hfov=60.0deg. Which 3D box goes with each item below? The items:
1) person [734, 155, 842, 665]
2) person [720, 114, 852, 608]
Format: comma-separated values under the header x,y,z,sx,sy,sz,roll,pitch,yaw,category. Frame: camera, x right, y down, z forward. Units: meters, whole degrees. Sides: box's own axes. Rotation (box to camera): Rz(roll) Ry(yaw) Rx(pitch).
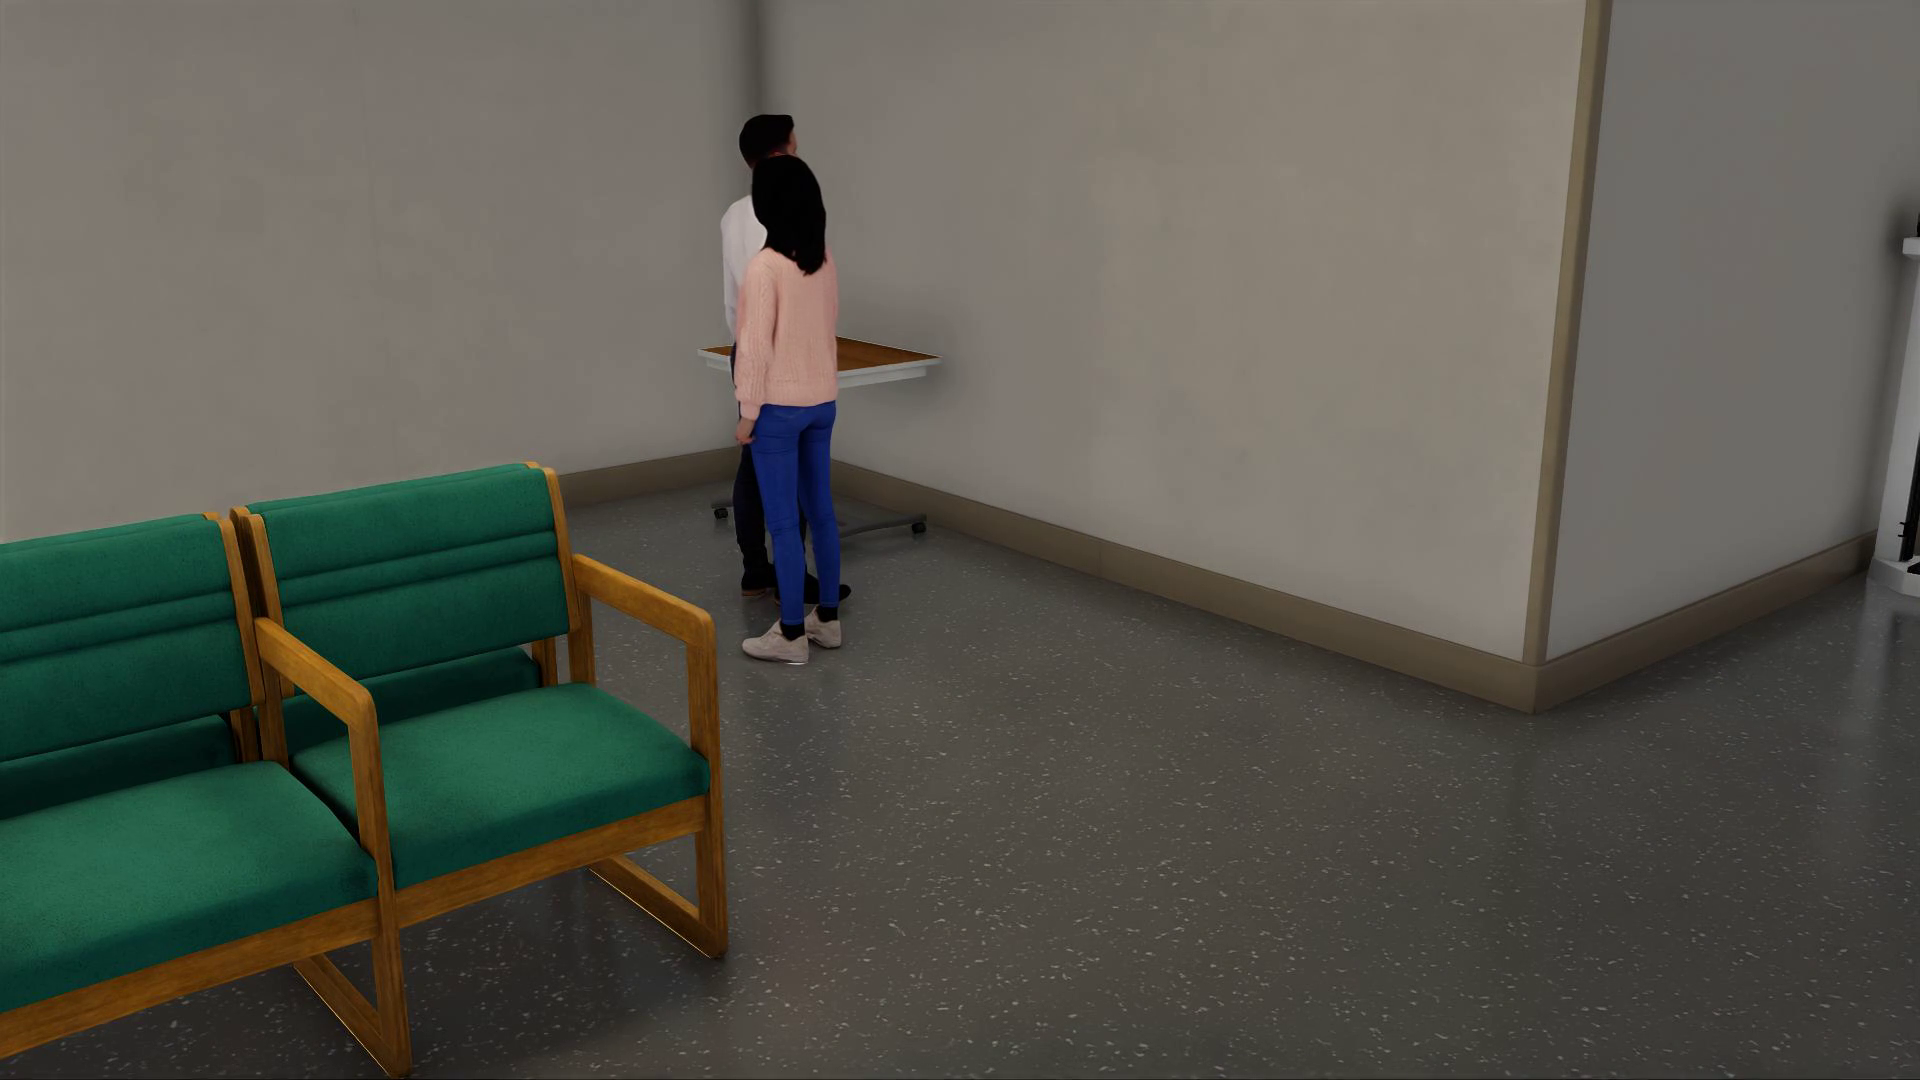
x,y,z,sx,sy,sz,roll,pitch,yaw,category
-0.582,-0.448,5.818,0.631,1.769,0.697,11,19,34,person
-0.720,-0.679,6.382,0.680,1.868,0.514,-14,21,-41,person
